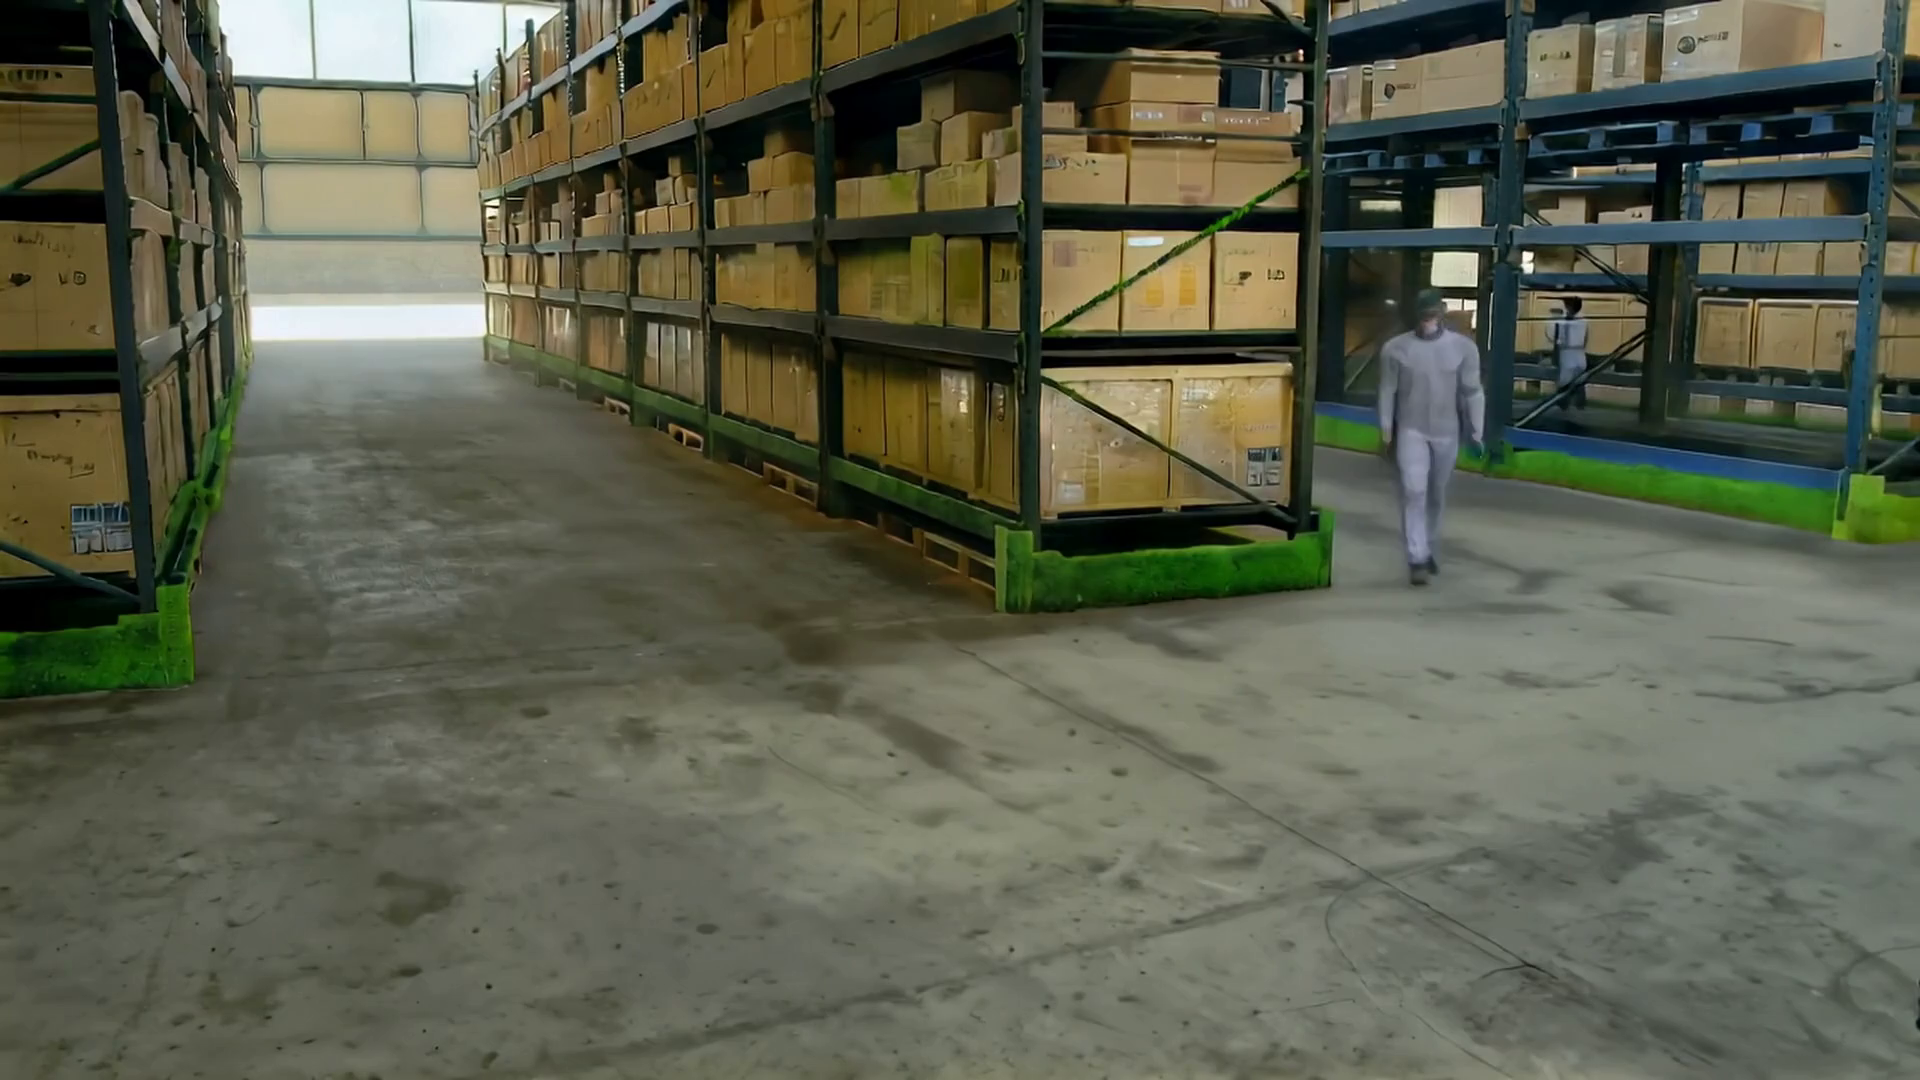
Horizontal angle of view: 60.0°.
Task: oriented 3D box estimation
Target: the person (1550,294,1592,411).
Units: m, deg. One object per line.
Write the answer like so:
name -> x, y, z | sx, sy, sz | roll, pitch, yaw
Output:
person -> 7.297, -2.088, 19.906 | 0.539, 1.695, 0.319 | -4, 10, -22

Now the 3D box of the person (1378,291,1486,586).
person -> 3.037, -0.652, 10.745 | 0.655, 1.874, 1.011 | 1, 10, 5

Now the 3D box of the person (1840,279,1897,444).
person -> 9.751, -1.860, 17.960 | 0.395, 1.899, 0.641 | -2, 10, -13
